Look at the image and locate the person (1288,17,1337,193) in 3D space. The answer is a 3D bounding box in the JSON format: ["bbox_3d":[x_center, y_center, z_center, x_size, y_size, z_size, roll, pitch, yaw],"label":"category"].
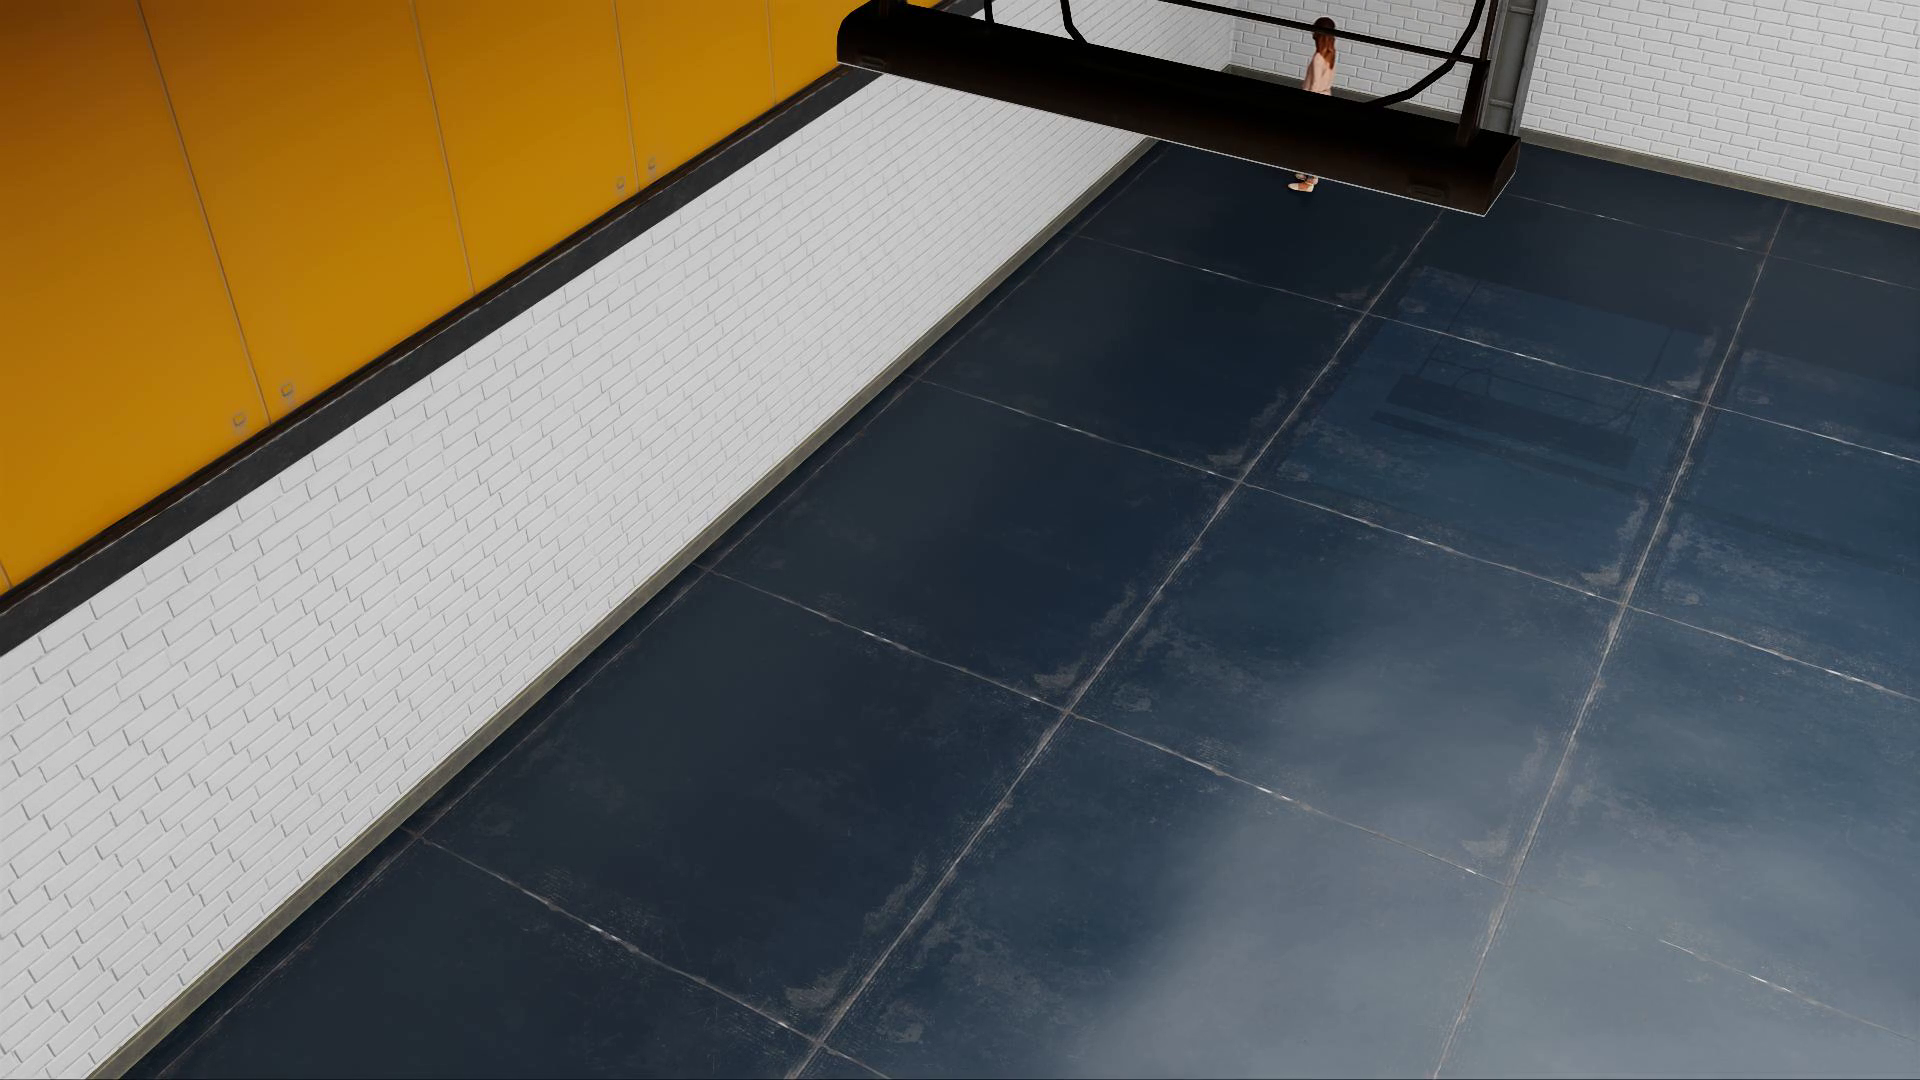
[{"bbox_3d":[3.577,-4.357,16.667,0.509,1.792,0.581,19,42,22],"label":"person"}]
